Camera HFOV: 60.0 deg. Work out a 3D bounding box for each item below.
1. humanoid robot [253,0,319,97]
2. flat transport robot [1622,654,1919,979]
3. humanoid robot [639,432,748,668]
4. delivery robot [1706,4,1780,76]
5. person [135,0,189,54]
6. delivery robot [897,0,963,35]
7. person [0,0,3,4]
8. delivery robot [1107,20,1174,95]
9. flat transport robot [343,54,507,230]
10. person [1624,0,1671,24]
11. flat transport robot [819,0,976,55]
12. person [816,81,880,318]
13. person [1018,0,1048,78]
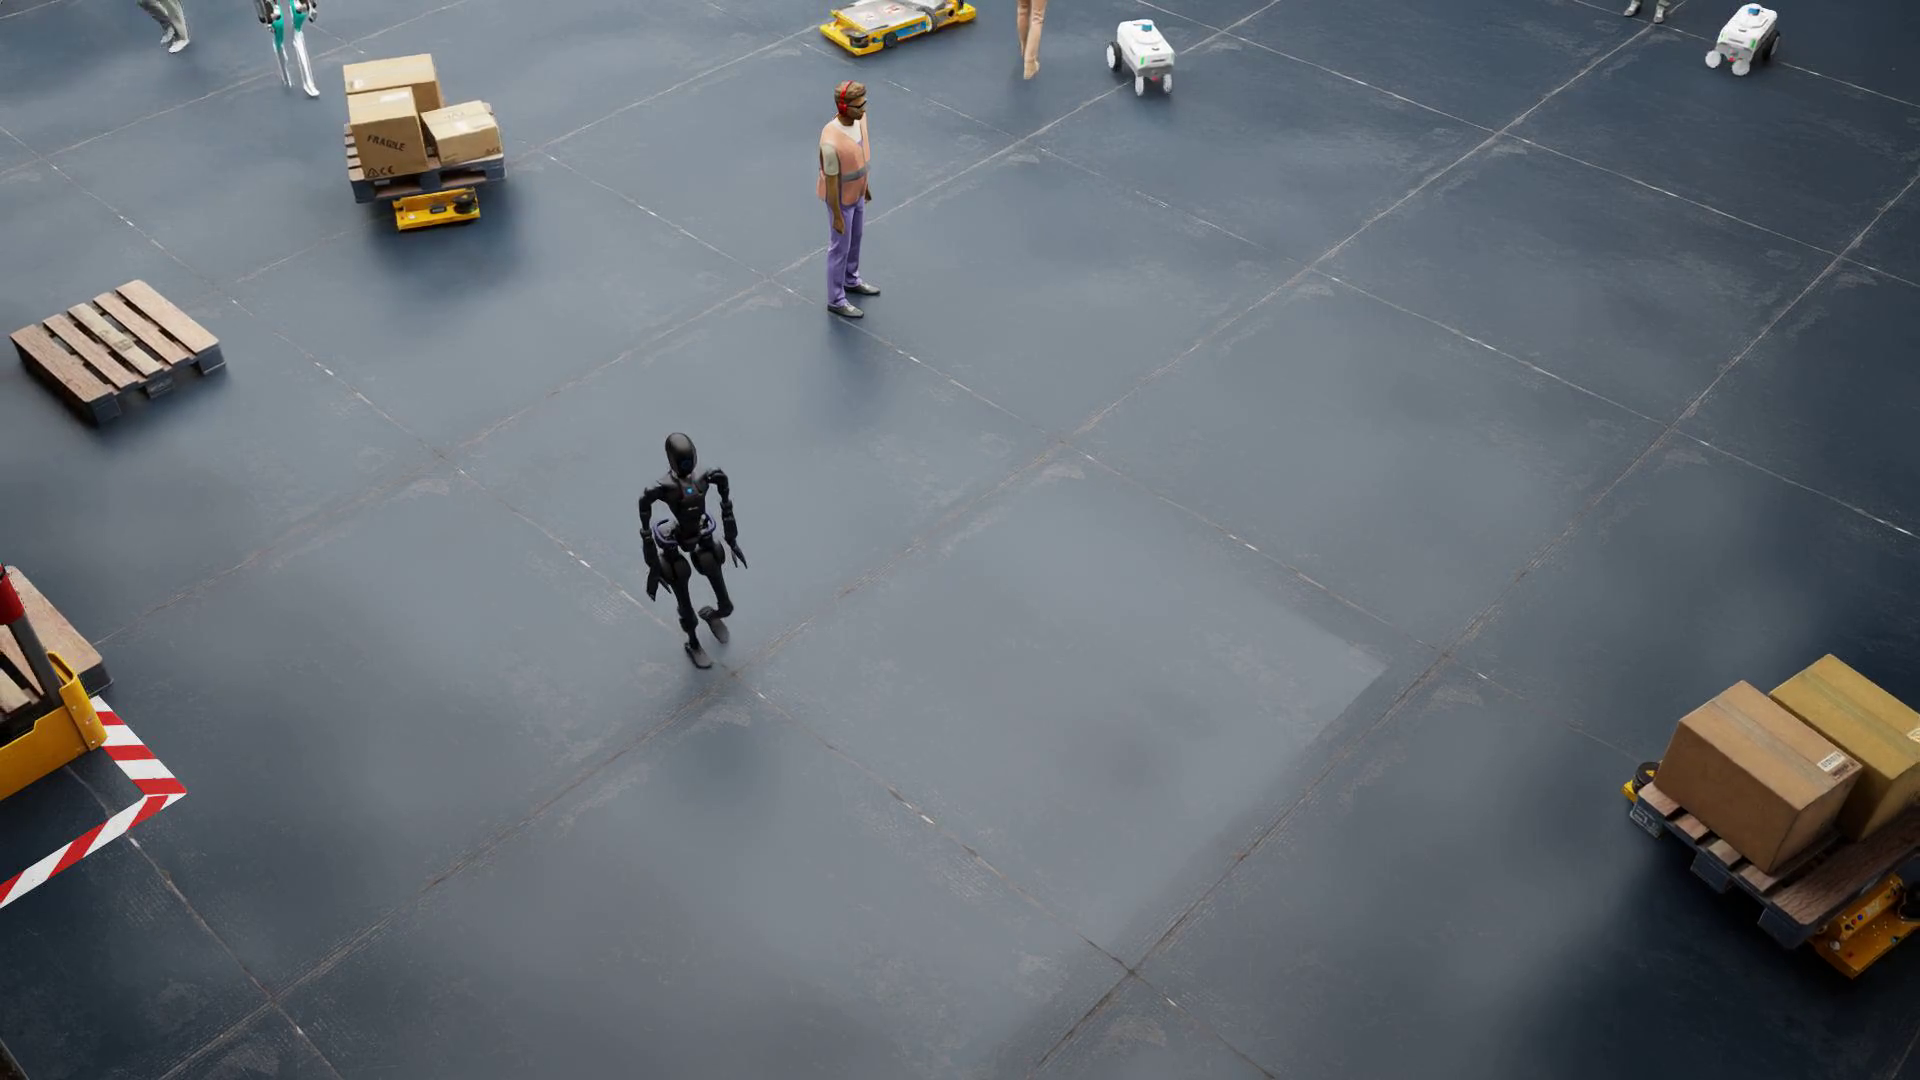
[{"bbox_3d":[-6.024,-4.709,14.745,0.542,1.905,0.715,-26,48,-26],"label":"humanoid robot"},{"bbox_3d":[4.281,1.602,8.745,0.659,0.231,1.431,-24,47,-24],"label":"flat transport robot"},{"bbox_3d":[-1.532,0.050,9.414,0.602,1.644,0.382,-21,46,-22],"label":"humanoid robot"},{"bbox_3d":[7.351,-4.723,15.575,0.520,0.613,0.784,26,48,26],"label":"delivery robot"},{"bbox_3d":[-7.492,-5.328,15.421,0.545,1.625,0.369,18,45,19],"label":"person"},{"bbox_3d":[-0.389,-5.318,16.213,0.773,0.582,0.499,26,48,26],"label":"delivery robot"},{"bbox_3d":[-9.726,-6.076,16.103,0.490,1.862,0.593,18,45,19],"label":"person"},{"bbox_3d":[1.692,-4.493,15.318,0.499,0.611,0.792,-10,43,-11],"label":"delivery robot"},{"bbox_3d":[-4.439,-3.066,13.933,0.659,0.231,1.431,-13,43,-14],"label":"flat transport robot"},{"bbox_3d":[6.788,-5.897,15.913,0.570,1.833,0.398,19,45,20],"label":"person"},{"bbox_3d":[-0.601,-5.090,16.183,1.431,0.231,0.659,-27,49,-27],"label":"flat transport robot"},{"bbox_3d":[-0.835,-2.498,12.135,0.390,1.836,0.559,14,44,15],"label":"person"},{"bbox_3d":[0.688,-5.142,15.163,0.487,1.710,0.715,13,44,14],"label":"person"}]
